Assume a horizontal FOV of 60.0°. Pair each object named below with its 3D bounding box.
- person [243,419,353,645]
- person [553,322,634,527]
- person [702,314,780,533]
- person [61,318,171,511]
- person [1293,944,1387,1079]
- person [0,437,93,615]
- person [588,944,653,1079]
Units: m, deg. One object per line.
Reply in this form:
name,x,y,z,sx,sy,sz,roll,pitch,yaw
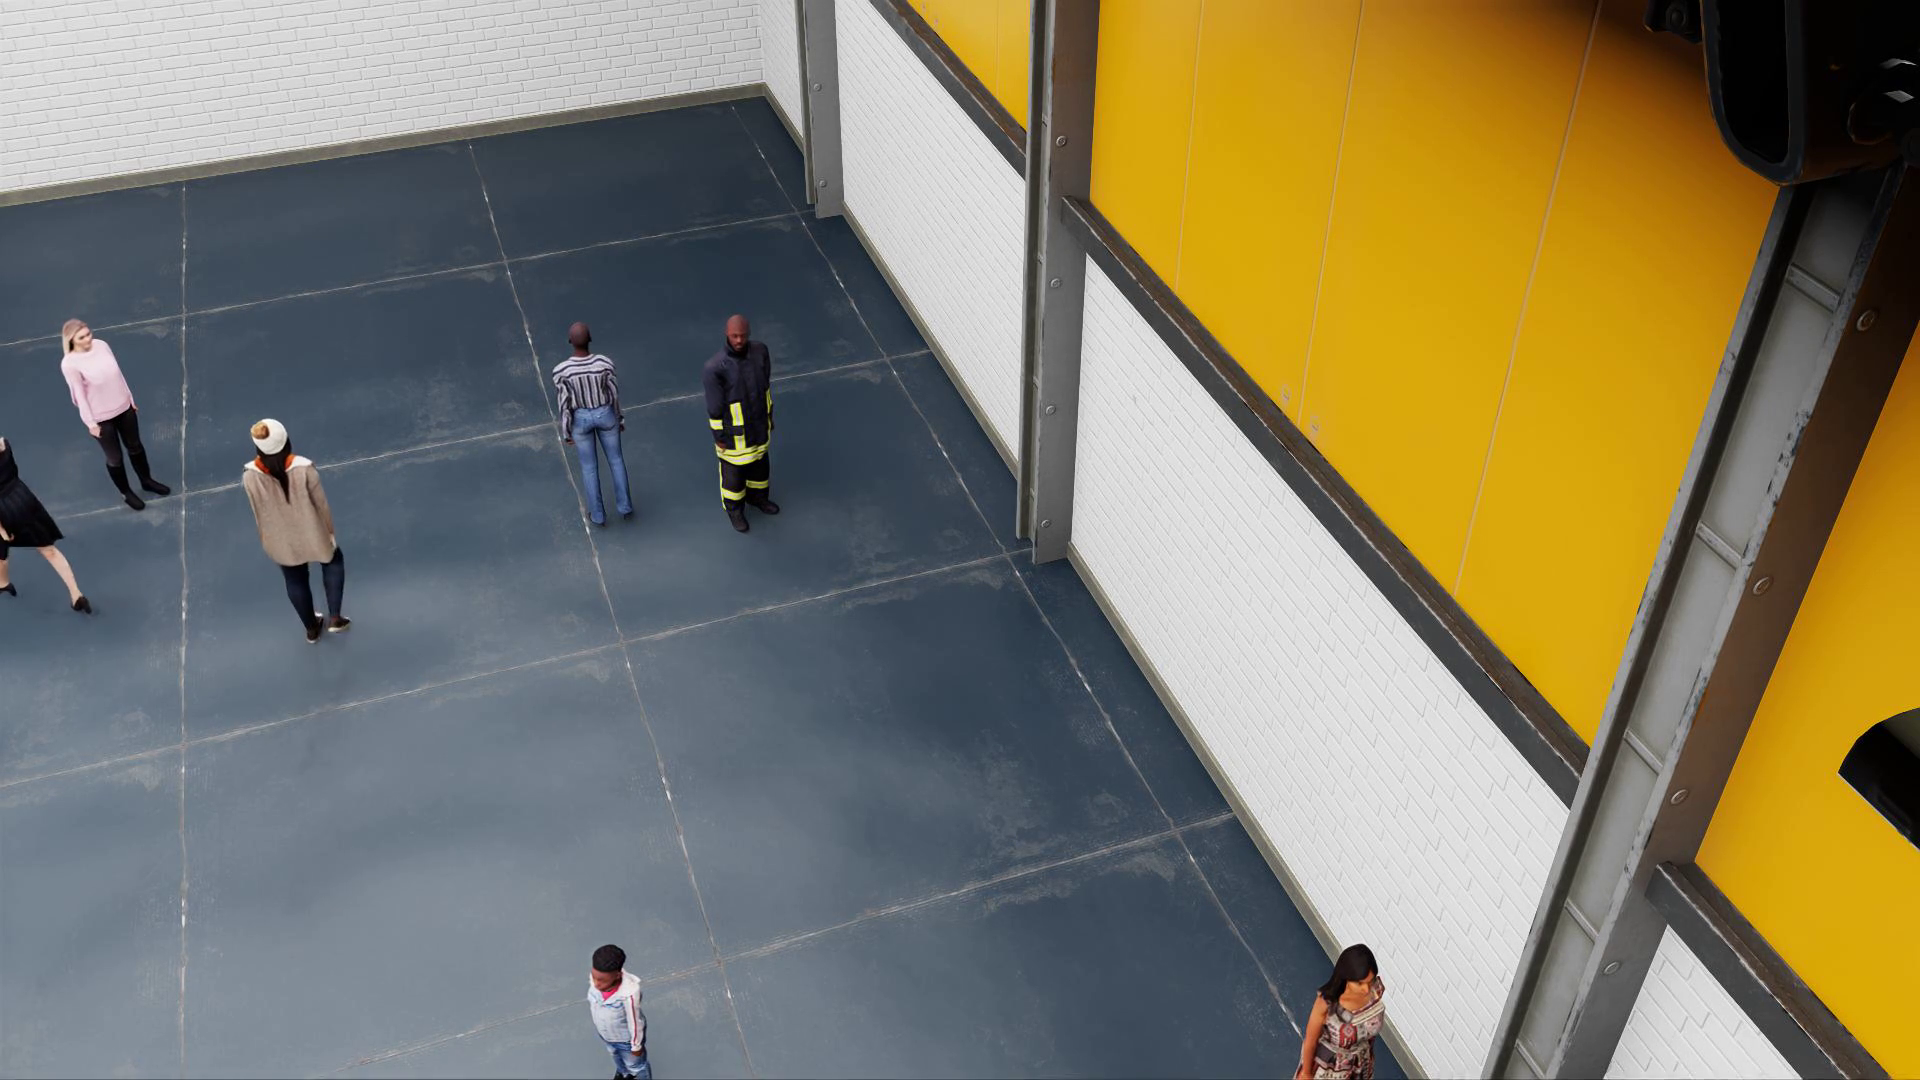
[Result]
person,-4.630,-0.013,11.553,0.746,1.879,0.742,-7,39,-9
person,-2.788,-0.873,12.698,0.628,1.795,0.521,-14,41,-17
person,-1.680,-0.942,12.764,0.830,1.821,0.796,-27,46,-30
person,-6.645,-1.006,12.952,0.749,1.685,0.688,16,41,19
person,1.917,2.612,8.454,0.662,1.645,0.539,-16,41,-19
person,-6.685,-0.152,11.871,1.142,1.700,1.110,14,41,17
person,-1.795,2.562,8.825,0.552,1.261,0.624,25,45,28
